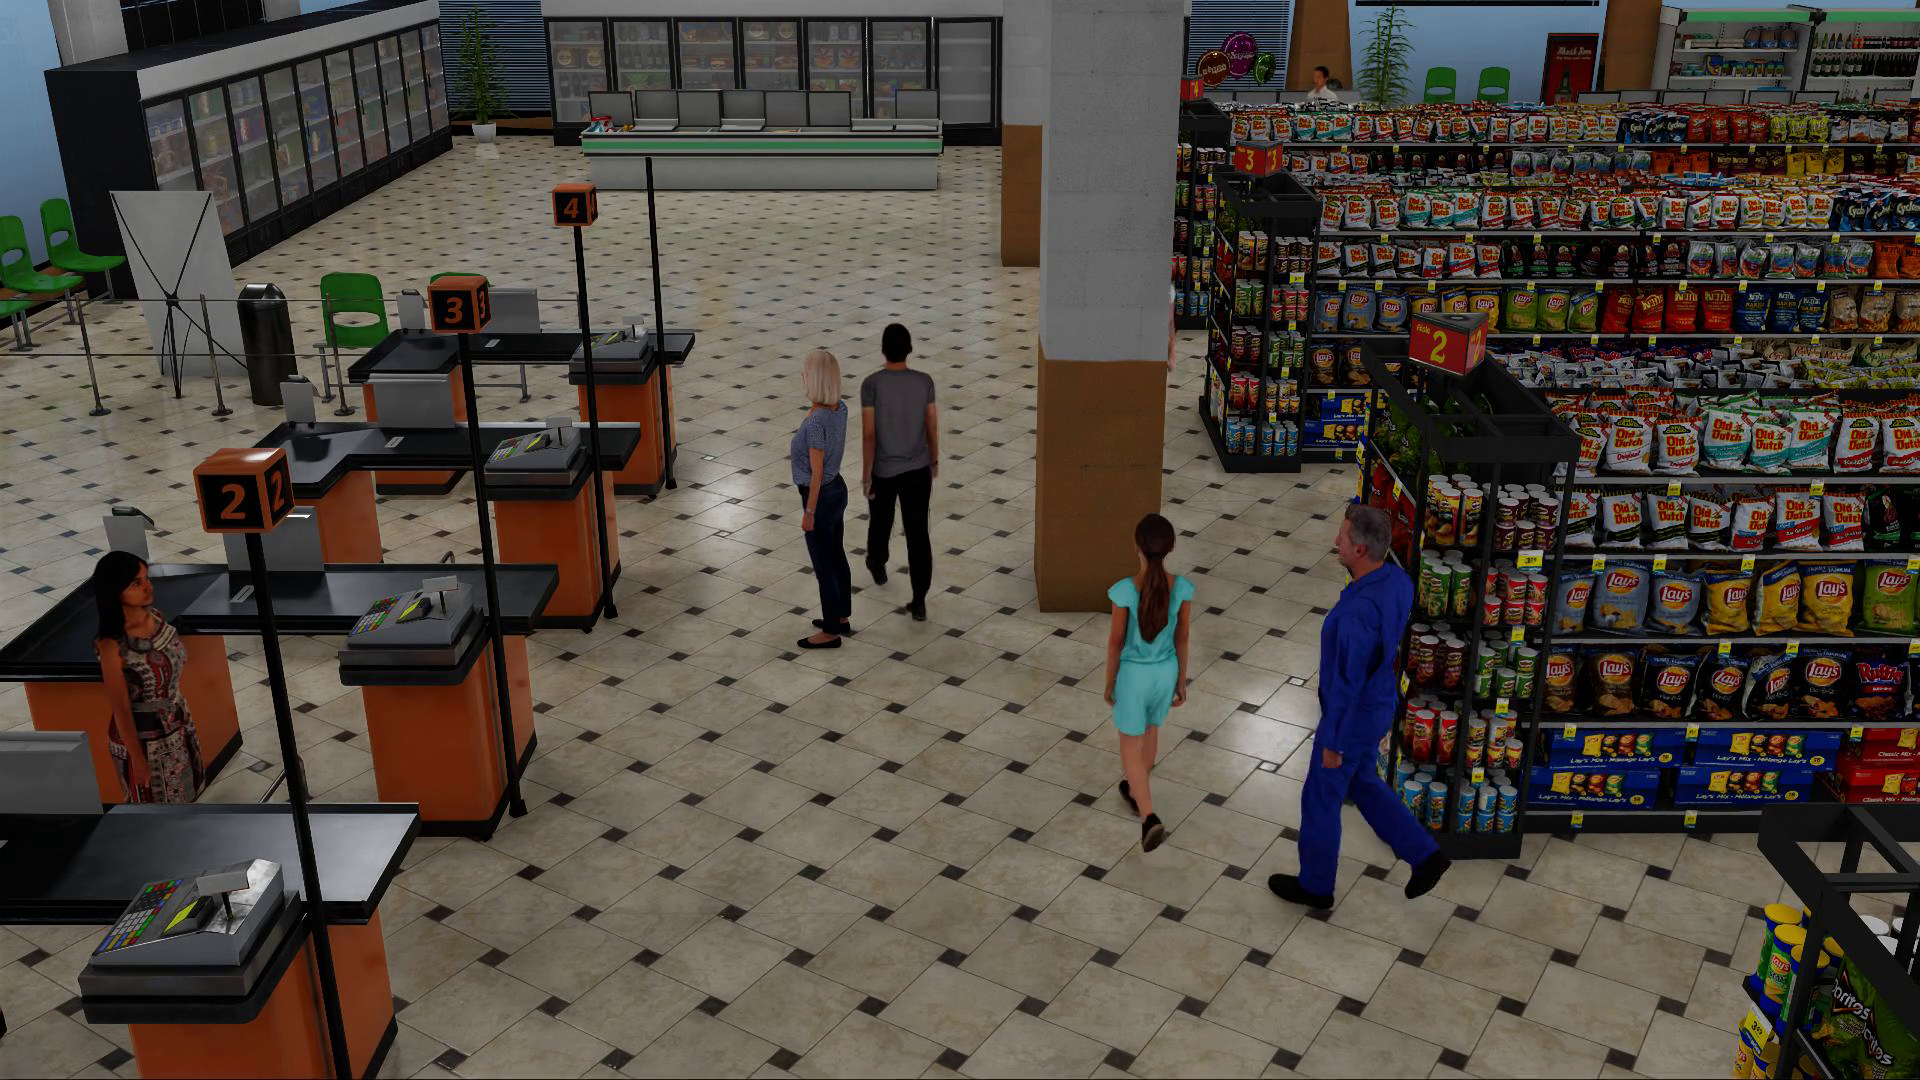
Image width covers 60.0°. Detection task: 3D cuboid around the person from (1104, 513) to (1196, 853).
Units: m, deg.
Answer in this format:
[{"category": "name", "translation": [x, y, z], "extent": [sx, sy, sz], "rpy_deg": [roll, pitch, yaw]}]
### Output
[{"category": "person", "translation": [0.840, 0.642, 7.379], "extent": [0.953, 1.539, 0.711], "rpy_deg": [-3, 22, -9]}]

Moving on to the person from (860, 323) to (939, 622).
[{"category": "person", "translation": [-0.331, -0.355, 9.635], "extent": [1.164, 1.707, 0.909], "rpy_deg": [-5, 22, -13]}]

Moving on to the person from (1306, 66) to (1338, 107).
[{"category": "person", "translation": [4.715, -5.228, 21.646], "extent": [1.136, 1.793, 1.005], "rpy_deg": [-14, 26, -31]}]

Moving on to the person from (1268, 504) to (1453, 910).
[{"category": "person", "translation": [1.688, 0.736, 6.780], "extent": [1.130, 1.810, 1.031], "rpy_deg": [14, 26, 31]}]

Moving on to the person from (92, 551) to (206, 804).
[{"category": "person", "translation": [-3.304, 0.813, 6.811], "extent": [0.510, 1.645, 0.644], "rpy_deg": [0, 22, 1]}]

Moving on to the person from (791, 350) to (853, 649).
[{"category": "person", "translation": [-0.754, -0.229, 9.299], "extent": [0.587, 1.723, 0.633], "rpy_deg": [5, 23, 13]}]
